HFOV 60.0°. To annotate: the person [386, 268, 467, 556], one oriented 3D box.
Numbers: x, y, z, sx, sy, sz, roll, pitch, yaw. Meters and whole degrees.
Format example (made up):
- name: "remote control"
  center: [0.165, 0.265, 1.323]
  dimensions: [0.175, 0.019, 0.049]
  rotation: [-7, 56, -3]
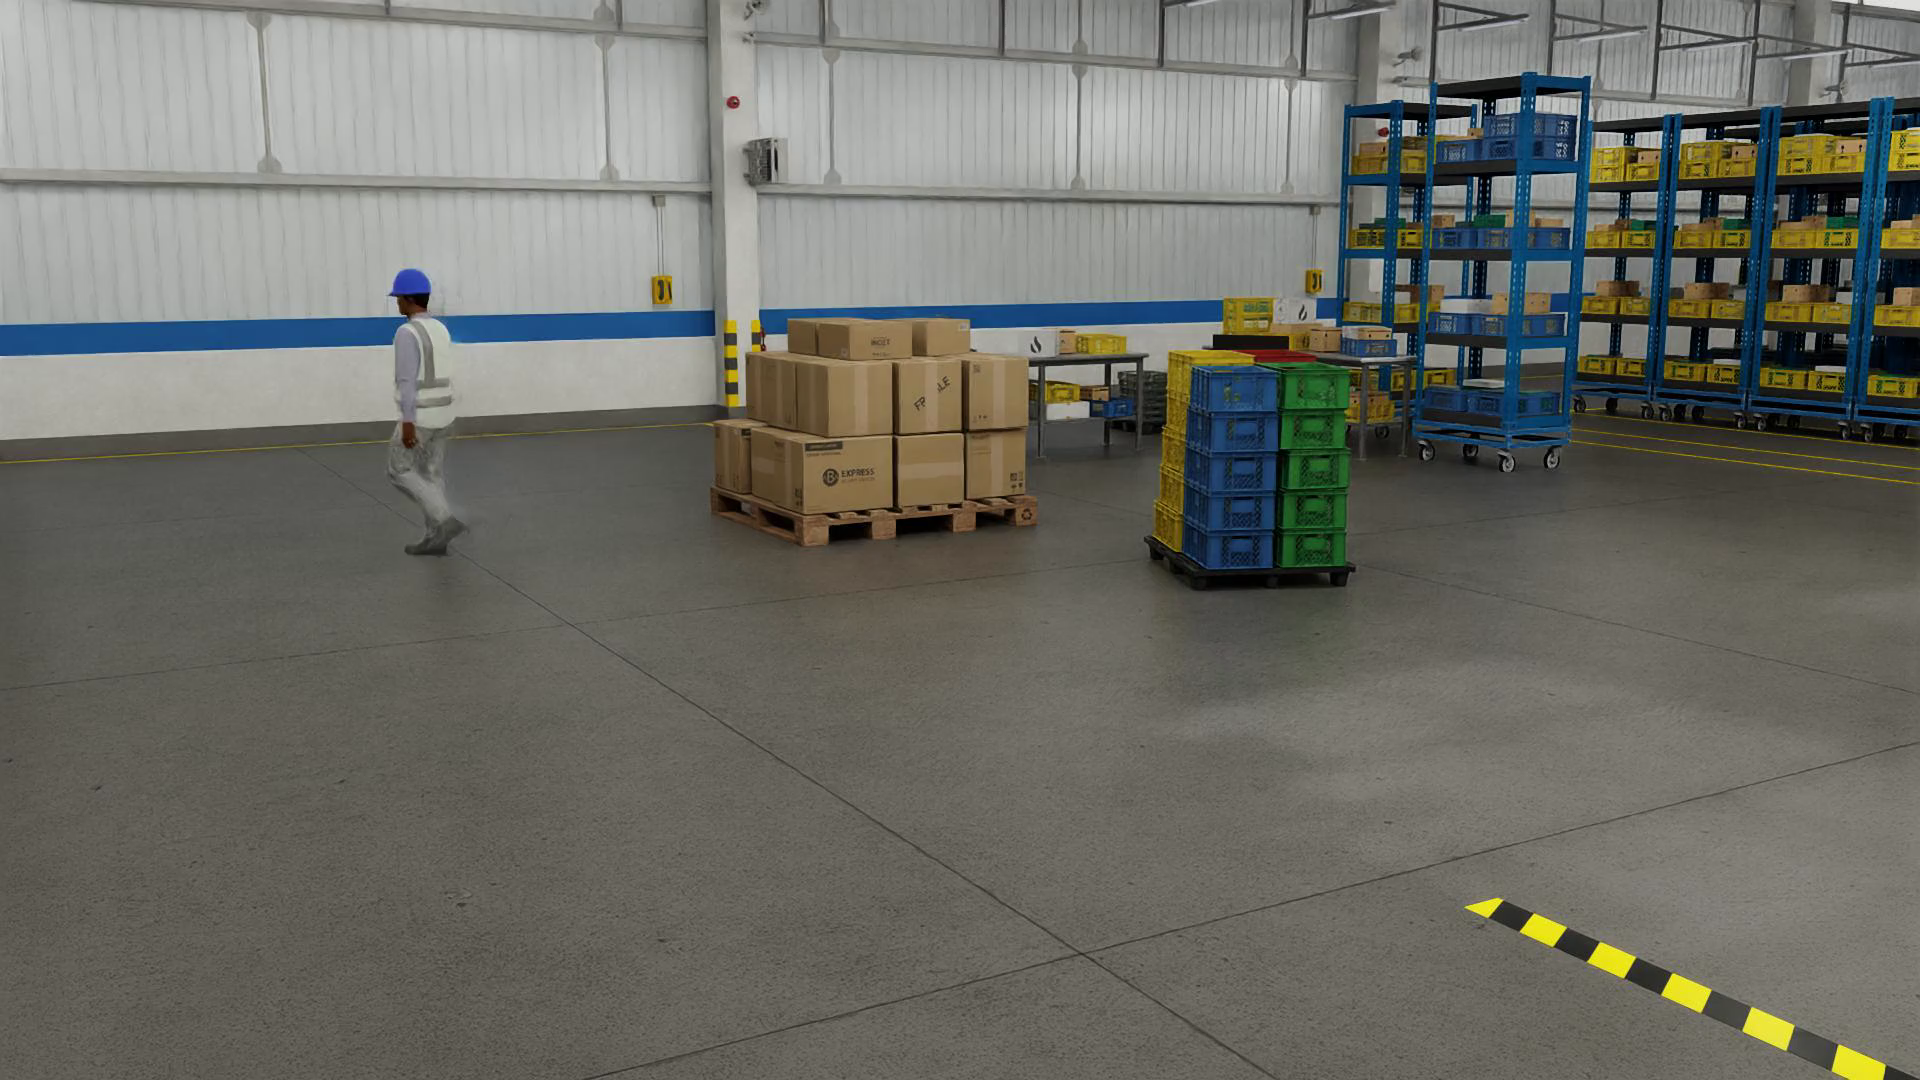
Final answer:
- name: "person"
  center: [-3.578, -0.829, 11.049]
  dimensions: [0.436, 1.927, 0.634]
  rotation: [1, 10, 8]
